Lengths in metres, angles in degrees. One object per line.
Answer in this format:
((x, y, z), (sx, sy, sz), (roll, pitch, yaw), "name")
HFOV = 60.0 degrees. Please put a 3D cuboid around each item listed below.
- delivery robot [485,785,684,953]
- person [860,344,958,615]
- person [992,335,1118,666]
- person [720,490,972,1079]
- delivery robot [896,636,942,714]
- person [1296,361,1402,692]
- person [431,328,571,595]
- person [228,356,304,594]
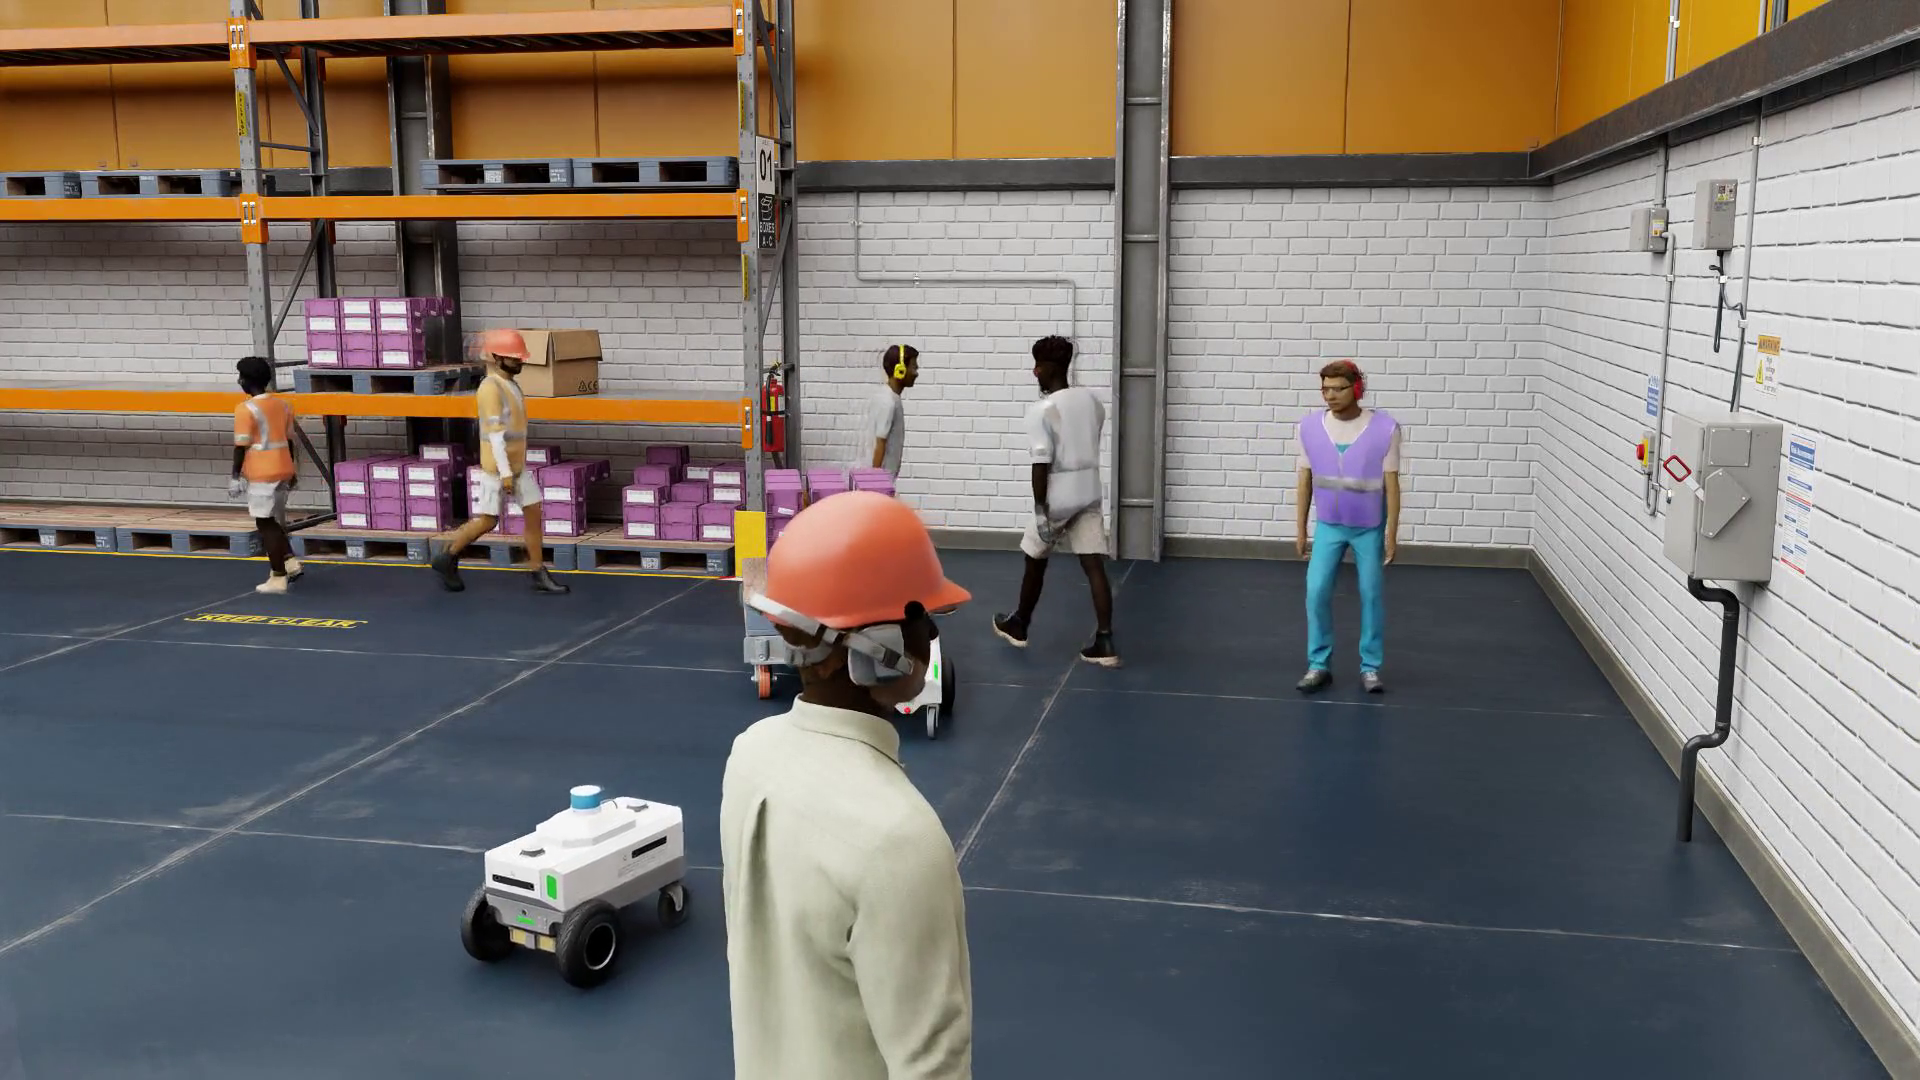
((-1.256, 1.074, 5.621), (0.477, 0.478, 0.707), (5, 11, 29), "delivery robot")
((-0.545, -0.376, 10.893), (0.969, 1.809, 0.552), (-2, 10, -11), "person")
((0.587, -0.244, 9.787), (0.615, 1.907, 1.034), (-6, 11, -34), "person")
((-0.150, 0.918, 2.512), (0.376, 1.997, 0.612), (-6, 11, -31), "person")
((-0.269, 0.618, 8.368), (0.477, 0.478, 0.707), (0, 9, -2), "delivery robot")
((2.080, -0.055, 8.943), (0.565, 1.809, 0.546), (6, 11, 30), "person")
((-3.248, -0.539, 11.616), (0.930, 1.901, 0.538), (2, 10, 12), "person")
((-4.888, -0.448, 11.682), (0.370, 1.680, 0.552), (2, 10, 9), "person")
